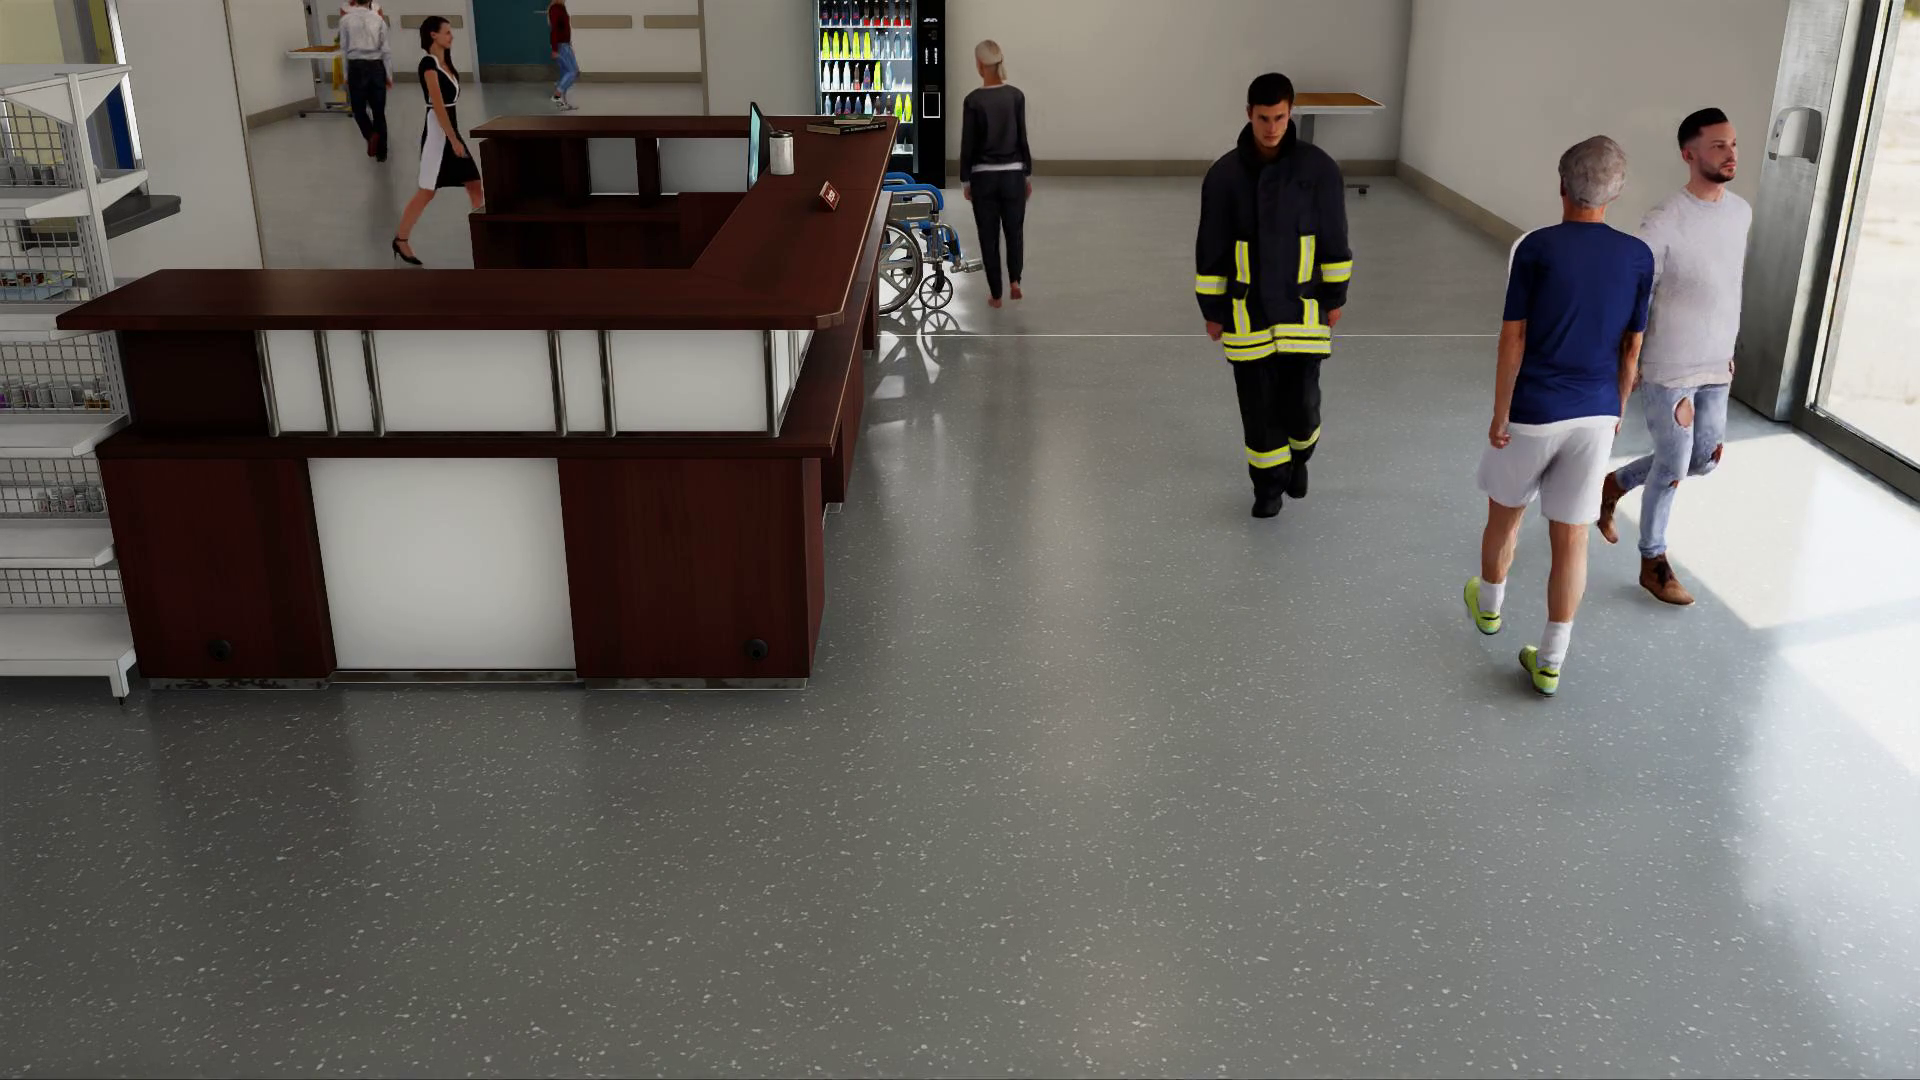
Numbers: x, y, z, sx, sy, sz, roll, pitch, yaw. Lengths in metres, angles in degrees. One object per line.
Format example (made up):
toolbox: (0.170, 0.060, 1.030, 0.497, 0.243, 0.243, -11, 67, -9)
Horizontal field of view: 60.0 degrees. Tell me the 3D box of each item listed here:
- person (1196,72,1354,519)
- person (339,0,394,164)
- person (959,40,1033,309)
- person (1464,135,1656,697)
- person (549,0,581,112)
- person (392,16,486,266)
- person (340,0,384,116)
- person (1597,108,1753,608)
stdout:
person: (1.329, -1.025, 7.055, 0.843, 1.889, 0.946, 3, 21, 7)
person: (-6.083, -4.772, 17.065, 0.995, 1.805, 0.942, -9, 22, -21)
person: (0.255, -2.342, 10.782, 0.590, 1.712, 0.734, -3, 21, -8)
person: (1.979, -0.365, 5.446, 0.930, 1.793, 0.751, 0, 21, 1)
person: (-5.253, -6.388, 21.592, 0.682, 1.621, 0.666, -4, 21, -11)
person: (-3.793, -2.788, 11.908, 1.129, 1.747, 0.616, 1, 21, 2)
person: (-7.492, -6.173, 20.990, 1.050, 1.644, 0.800, -3, 21, -7)
person: (2.668, -0.695, 6.273, 0.971, 1.825, 0.965, -10, 23, -24)
